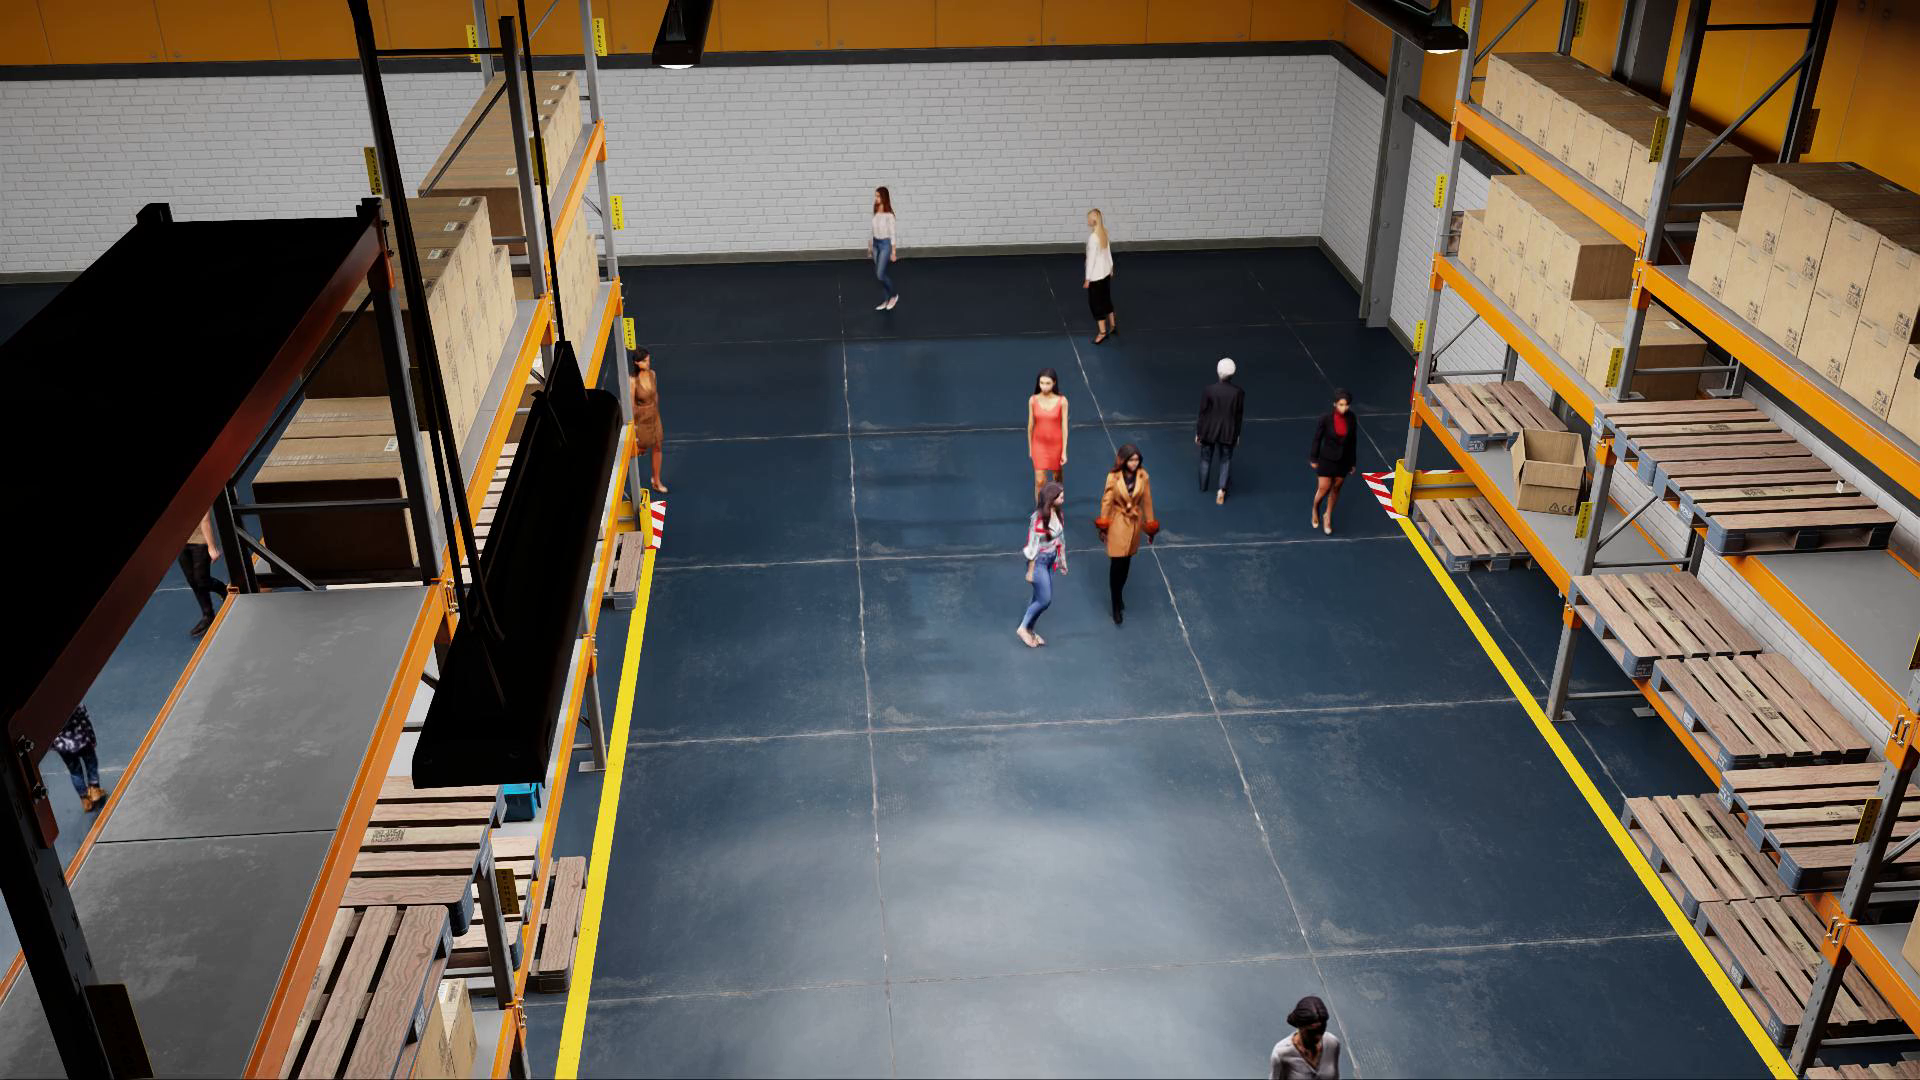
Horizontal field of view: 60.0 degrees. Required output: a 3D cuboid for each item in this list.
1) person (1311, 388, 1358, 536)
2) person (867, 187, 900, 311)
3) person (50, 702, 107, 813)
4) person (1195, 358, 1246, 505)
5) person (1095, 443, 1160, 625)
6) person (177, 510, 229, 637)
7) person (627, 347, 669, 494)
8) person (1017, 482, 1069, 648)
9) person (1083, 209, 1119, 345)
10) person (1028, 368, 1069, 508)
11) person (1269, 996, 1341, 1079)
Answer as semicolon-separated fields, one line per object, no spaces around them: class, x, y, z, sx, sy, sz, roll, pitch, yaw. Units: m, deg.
person;3.763;-0.804;16.878;0.574;1.629;0.570;-3;29;-6
person;-0.977;-3.976;22.596;0.766;1.721;0.687;-20;34;-32
person;-6.903;1.580;12.911;0.549;1.242;0.556;-9;30;-16
person;2.709;-1.082;17.730;0.812;1.770;0.865;3;29;6
person;1.514;-0.140;15.573;0.784;1.712;0.834;-6;29;-11
person;-6.943;-0.016;15.209;0.866;1.843;0.931;11;30;19
person;-3.414;-1.277;17.704;0.929;1.668;0.913;14;32;24
person;0.690;0.195;15.088;0.765;1.590;0.690;23;36;36
person;1.831;-3.366;21.371;0.915;1.824;0.777;21;35;33
person;0.927;-0.980;17.135;0.743;1.692;1.114;4;29;8
person;1.889;3.225;9.345;0.628;1.770;0.592;-9;30;-16
